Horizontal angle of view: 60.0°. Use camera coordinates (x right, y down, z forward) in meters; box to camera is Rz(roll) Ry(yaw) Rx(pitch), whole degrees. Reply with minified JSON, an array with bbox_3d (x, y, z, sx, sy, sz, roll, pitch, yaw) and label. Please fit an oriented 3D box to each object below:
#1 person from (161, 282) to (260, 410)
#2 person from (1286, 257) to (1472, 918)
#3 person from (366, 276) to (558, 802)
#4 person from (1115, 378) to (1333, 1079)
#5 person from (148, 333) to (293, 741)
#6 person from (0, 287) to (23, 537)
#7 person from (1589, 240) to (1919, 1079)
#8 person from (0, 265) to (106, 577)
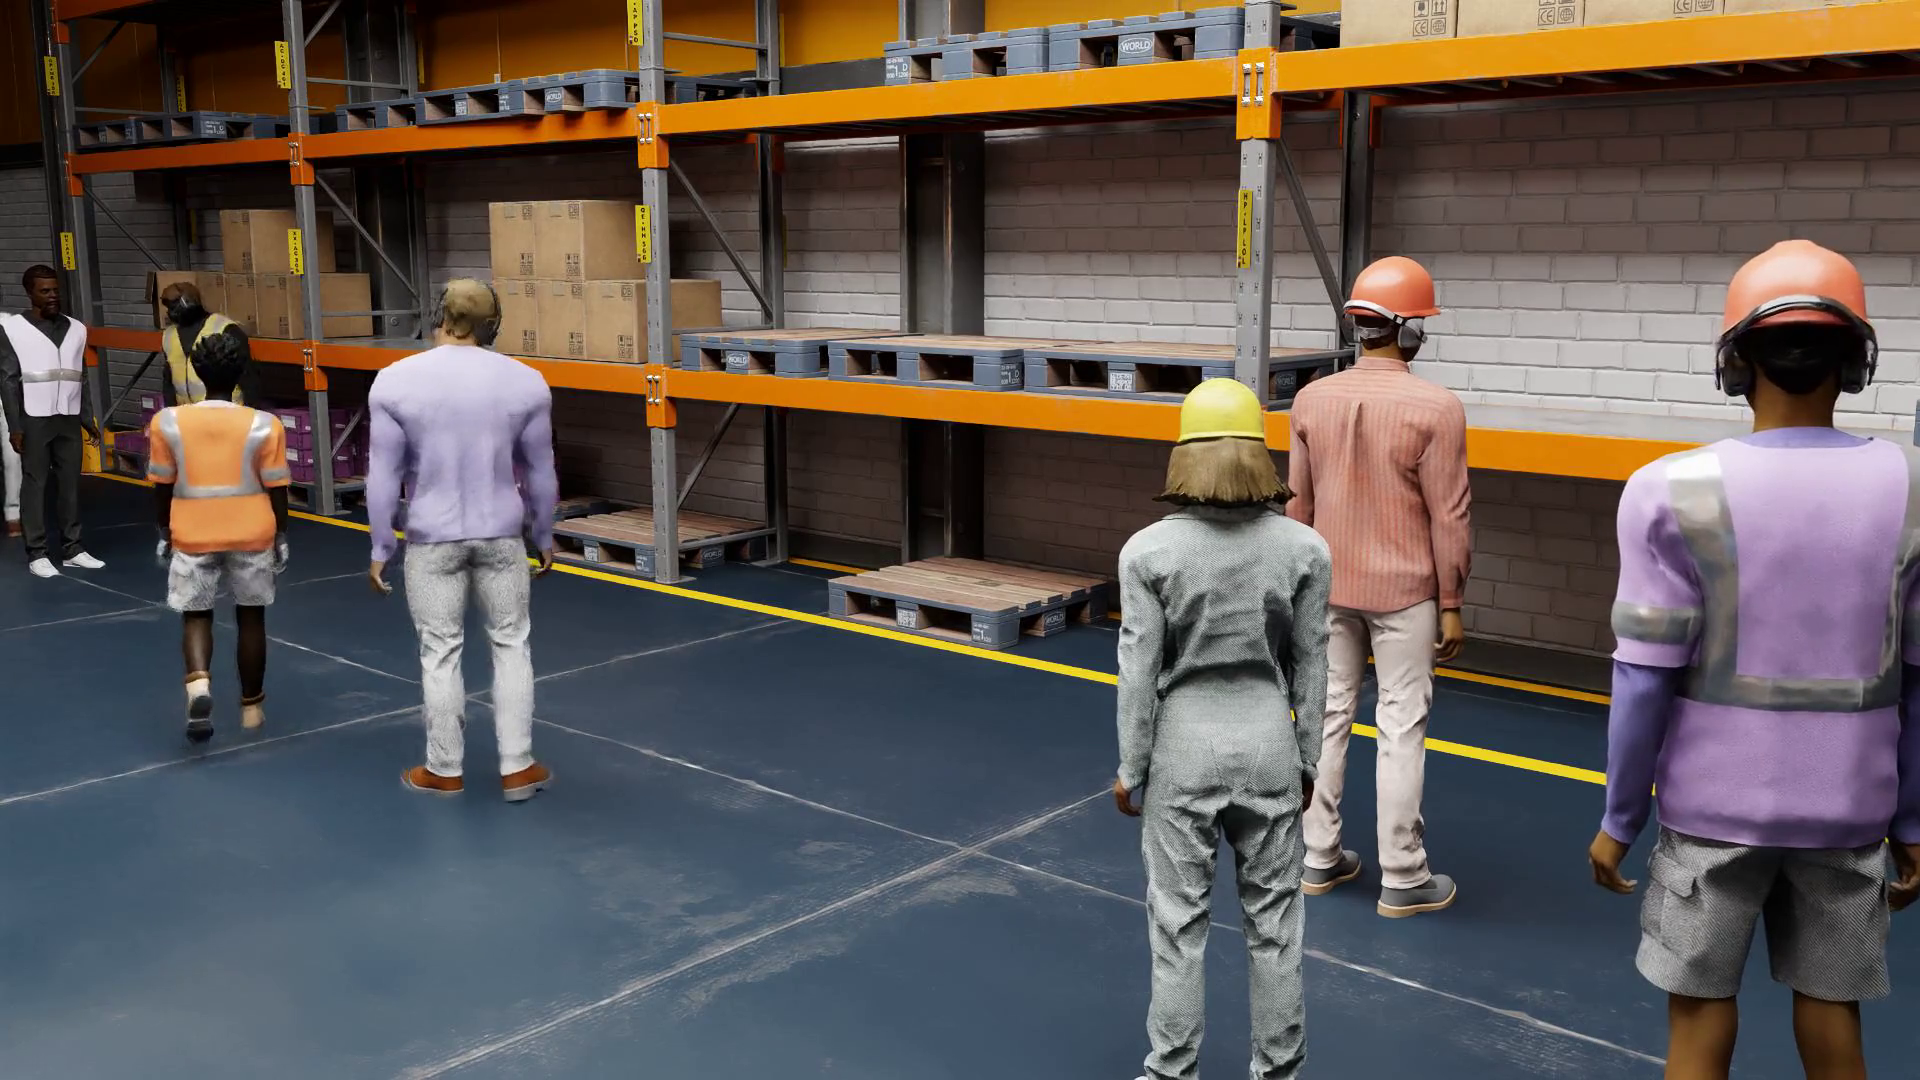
[{"bbox_3d":[-5.035,-0.839,11.272,0.695,1.801,0.539,2,10,12],"label":"person"},{"bbox_3d":[1.275,0.147,5.073,0.377,1.995,0.608,-10,14,-44],"label":"person"},{"bbox_3d":[-1.788,0.016,6.054,0.683,1.915,0.534,-5,11,-25],"label":"person"},{"bbox_3d":[0.586,0.503,3.787,0.484,1.736,0.308,-1,10,-4],"label":"person"},{"bbox_3d":[-2.993,0.005,6.762,0.552,1.680,0.554,-3,10,-16],"label":"person"},{"bbox_3d":[-6.605,-0.899,11.430,0.597,1.847,0.872,-6,12,-31],"label":"person"},{"bbox_3d":[1.473,0.482,3.060,0.605,2.034,0.392,1,10,6],"label":"person"},{"bbox_3d":[-5.667,-0.743,10.358,0.390,1.920,0.588,5,11,26],"label":"person"}]
